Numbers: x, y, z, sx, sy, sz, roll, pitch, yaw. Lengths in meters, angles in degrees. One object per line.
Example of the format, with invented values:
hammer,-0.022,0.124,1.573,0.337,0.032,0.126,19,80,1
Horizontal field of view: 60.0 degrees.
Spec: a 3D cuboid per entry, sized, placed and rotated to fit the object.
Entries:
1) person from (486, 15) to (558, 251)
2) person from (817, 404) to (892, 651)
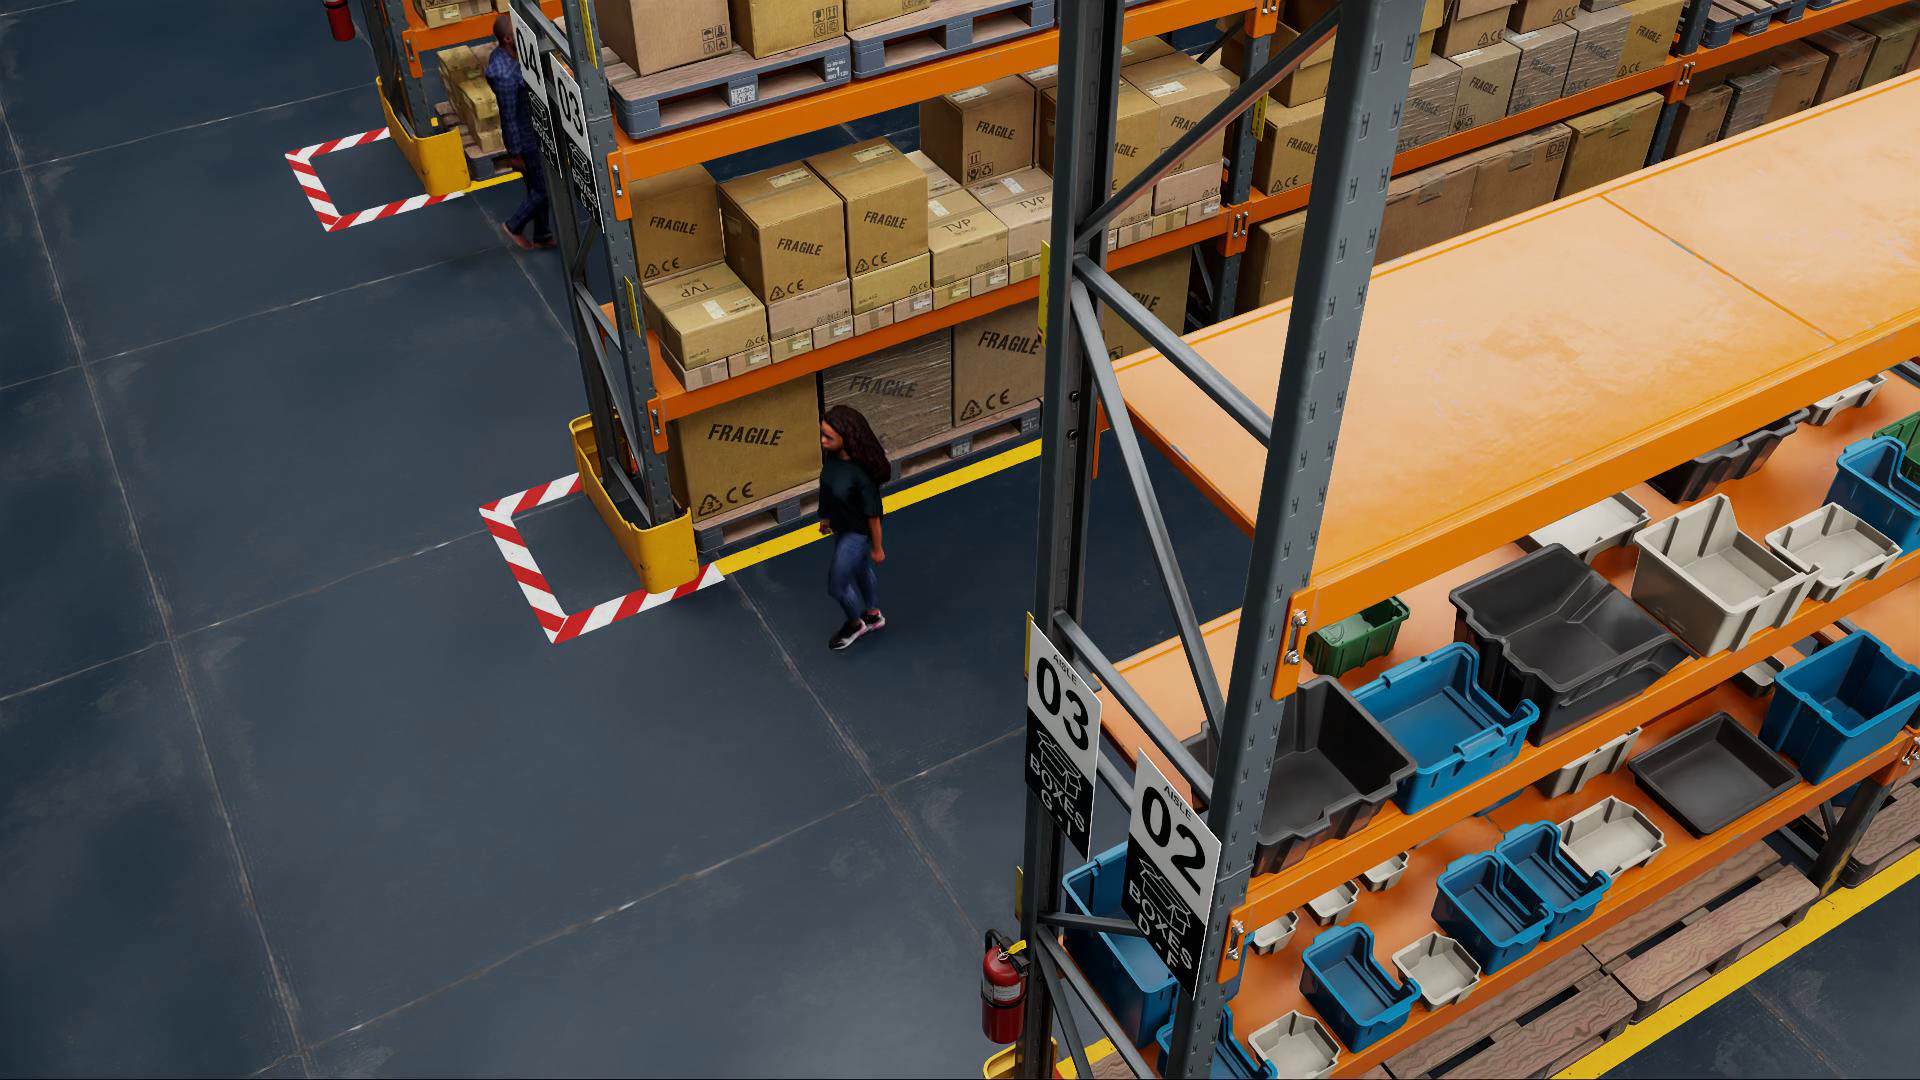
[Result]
person,-3.179,-2.860,11.852,0.812,1.805,0.772,-7,43,-7
person,-0.512,-0.094,9.035,0.622,1.606,0.590,-22,47,-22
